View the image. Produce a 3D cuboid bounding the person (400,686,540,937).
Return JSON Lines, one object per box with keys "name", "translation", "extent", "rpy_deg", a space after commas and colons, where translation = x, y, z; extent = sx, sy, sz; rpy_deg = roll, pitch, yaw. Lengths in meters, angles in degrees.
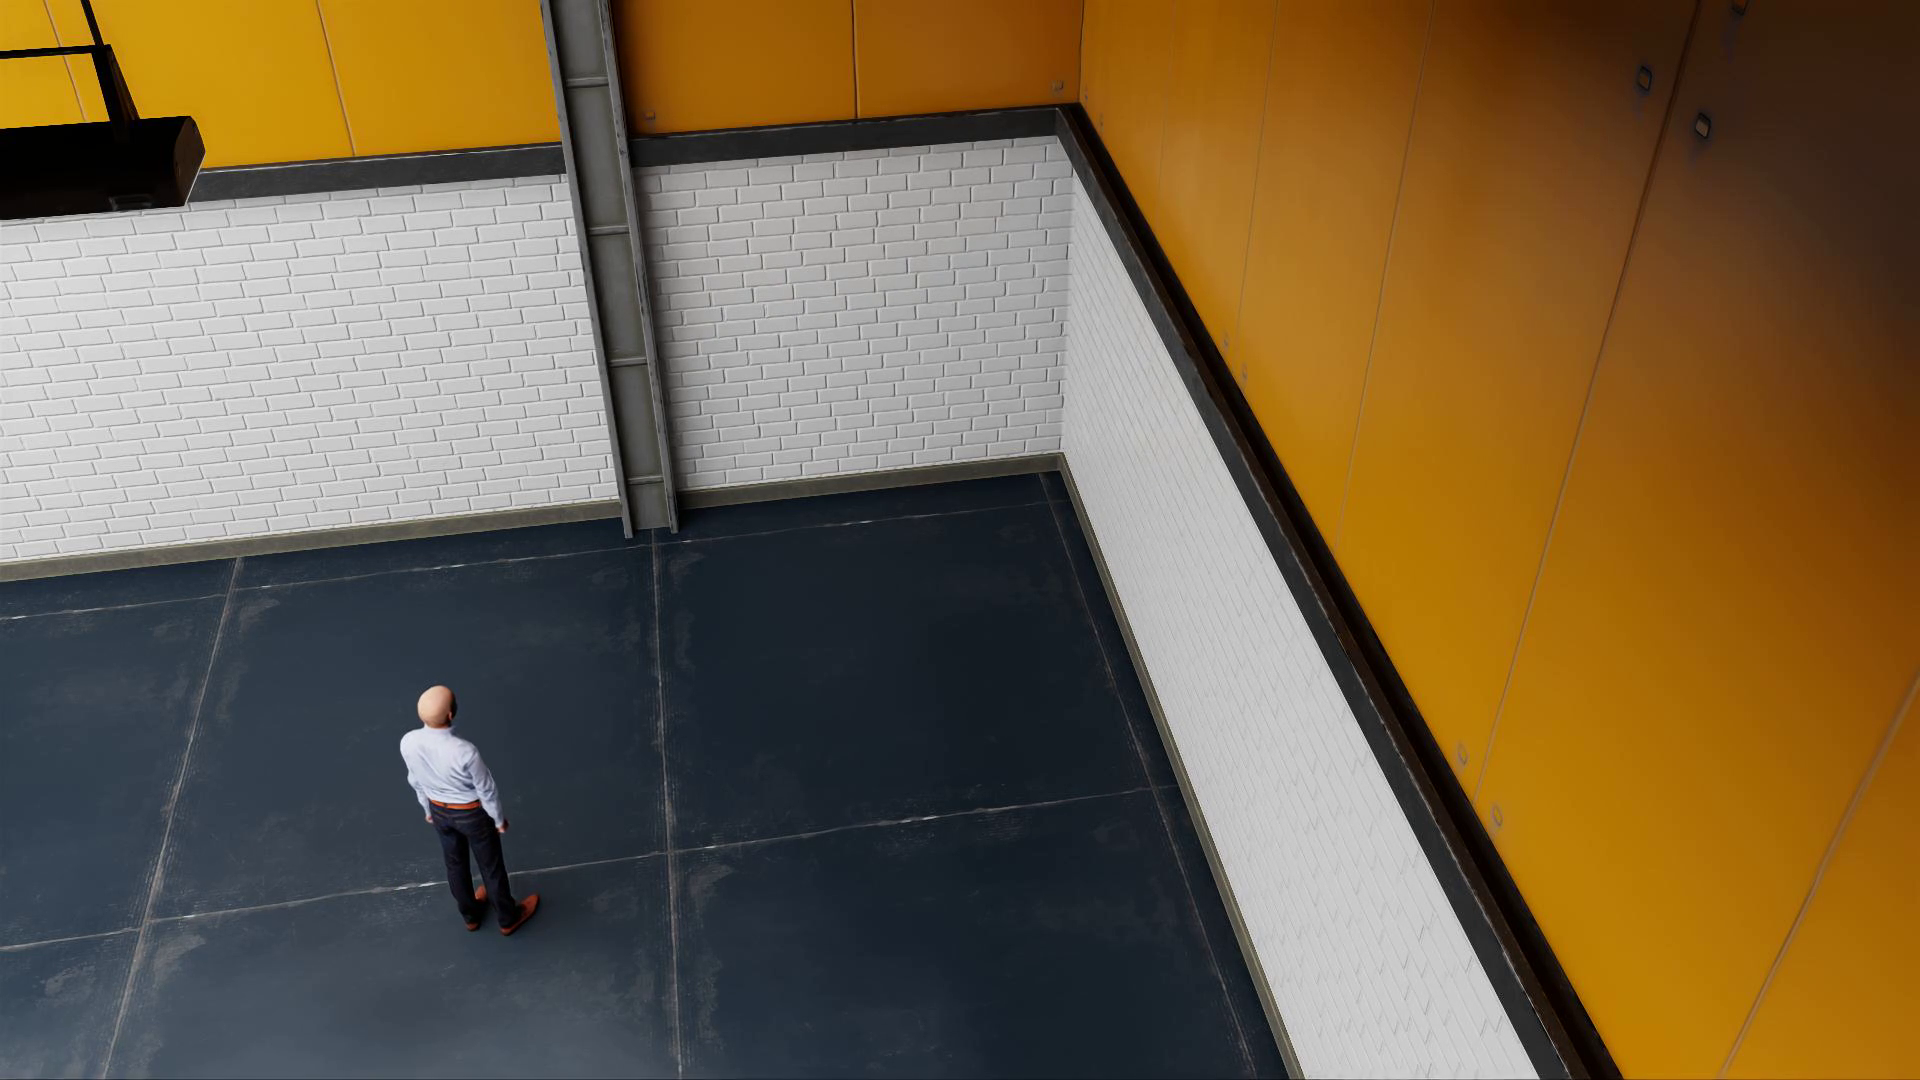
{"name": "person", "translation": [-2.701, 1.488, 9.044], "extent": [0.656, 1.791, 0.786], "rpy_deg": [9, 40, 12]}
